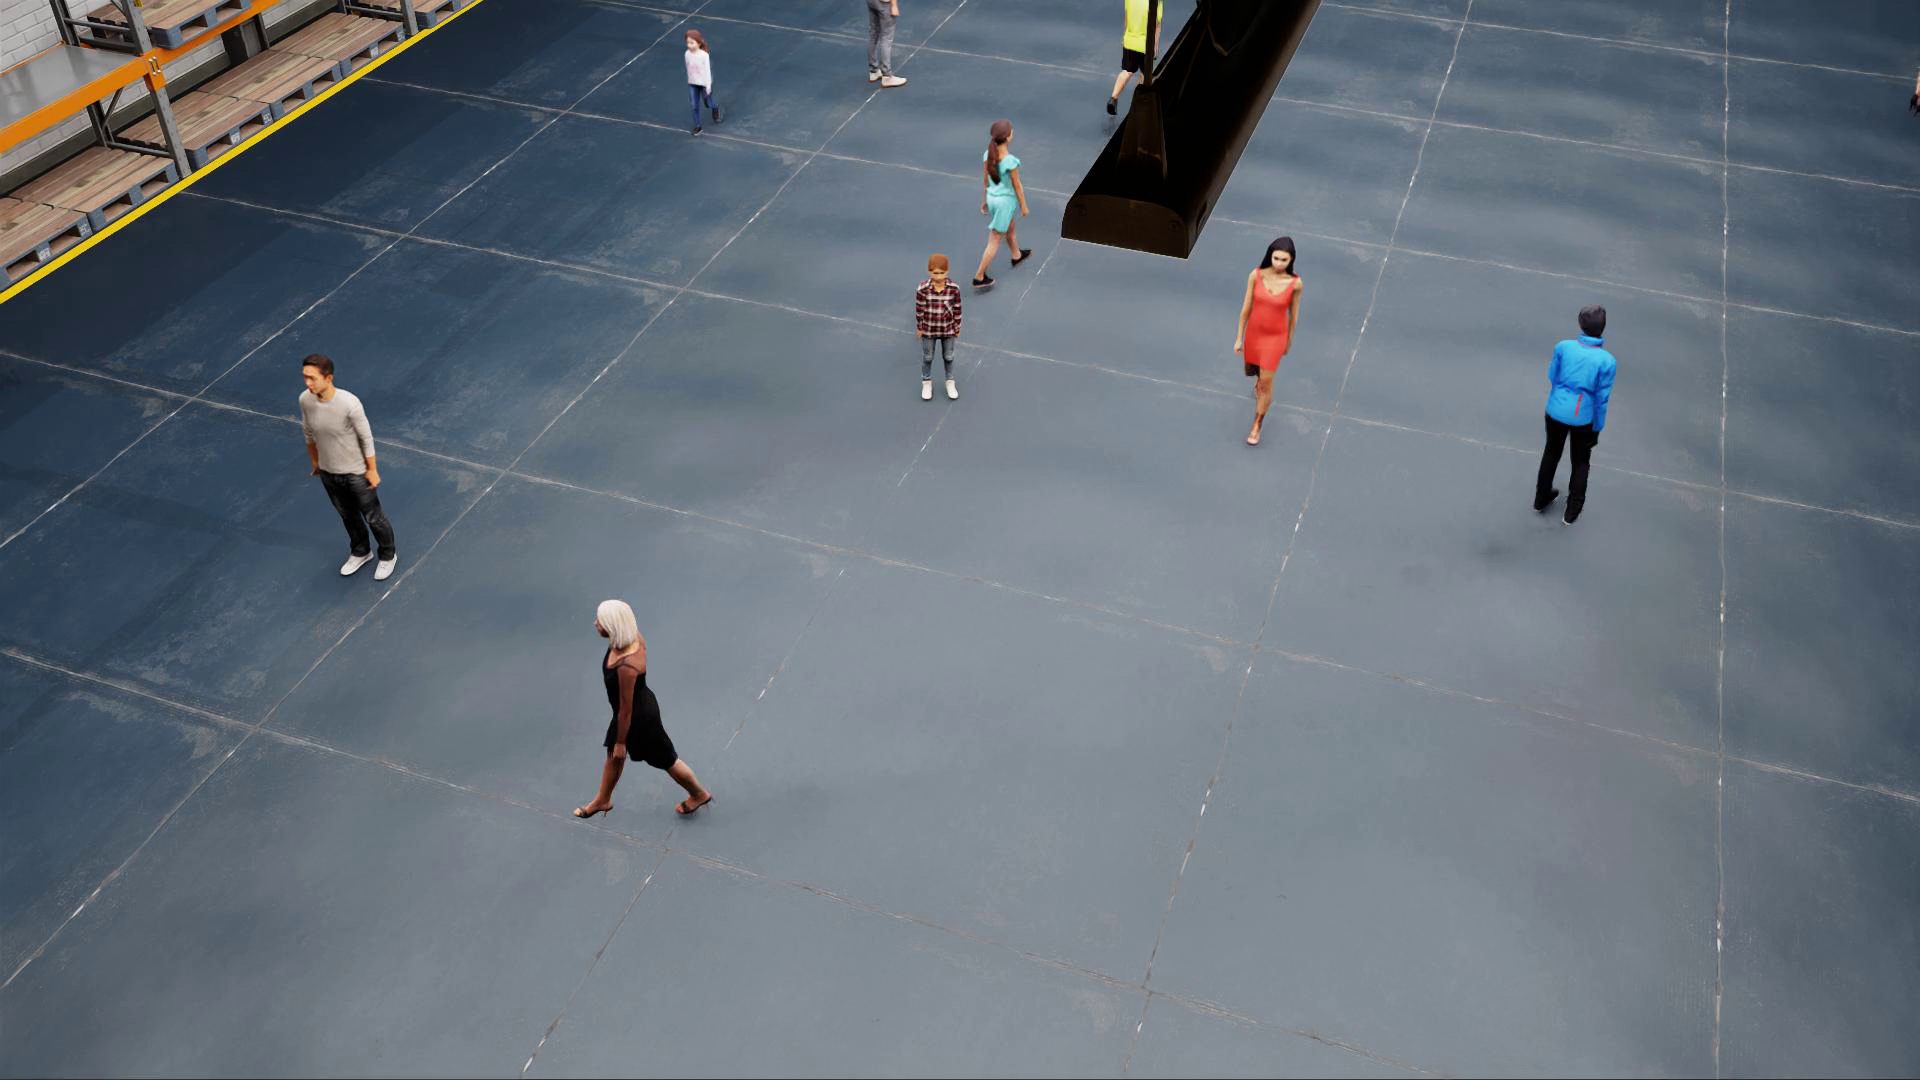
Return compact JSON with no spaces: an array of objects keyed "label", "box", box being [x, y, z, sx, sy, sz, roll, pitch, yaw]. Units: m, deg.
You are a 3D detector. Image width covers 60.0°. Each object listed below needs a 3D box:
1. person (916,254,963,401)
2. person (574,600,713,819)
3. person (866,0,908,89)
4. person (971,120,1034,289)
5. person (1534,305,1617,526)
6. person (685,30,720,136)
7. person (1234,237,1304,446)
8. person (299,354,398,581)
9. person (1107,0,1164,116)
[{"label":"person","box":[-0.175,-1.742,13.474,0.591,1.304,0.601,-2,39,-2]},{"label":"person","box":[-1.791,1.044,9.672,1.026,1.694,1.093,-7,39,-8]},{"label":"person","box":[-0.872,-5.938,18.251,0.754,1.898,0.747,-25,45,-28]},{"label":"person","box":[0.327,-2.959,14.823,1.130,1.521,0.885,-30,47,-32]},{"label":"person","box":[4.357,-0.876,12.002,0.759,1.787,0.796,30,47,32]},{"label":"person","box":[-2.722,-4.840,17.520,0.458,1.094,0.709,11,40,14]},{"label":"person","box":[2.402,-1.623,13.011,0.605,1.695,1.009,13,40,16]},{"label":"person","box":[-4.251,-0.519,11.536,0.682,1.811,0.555,9,40,11]},{"label":"person","box":[1.863,-5.223,17.535,0.821,1.675,1.001,25,45,28]}]
